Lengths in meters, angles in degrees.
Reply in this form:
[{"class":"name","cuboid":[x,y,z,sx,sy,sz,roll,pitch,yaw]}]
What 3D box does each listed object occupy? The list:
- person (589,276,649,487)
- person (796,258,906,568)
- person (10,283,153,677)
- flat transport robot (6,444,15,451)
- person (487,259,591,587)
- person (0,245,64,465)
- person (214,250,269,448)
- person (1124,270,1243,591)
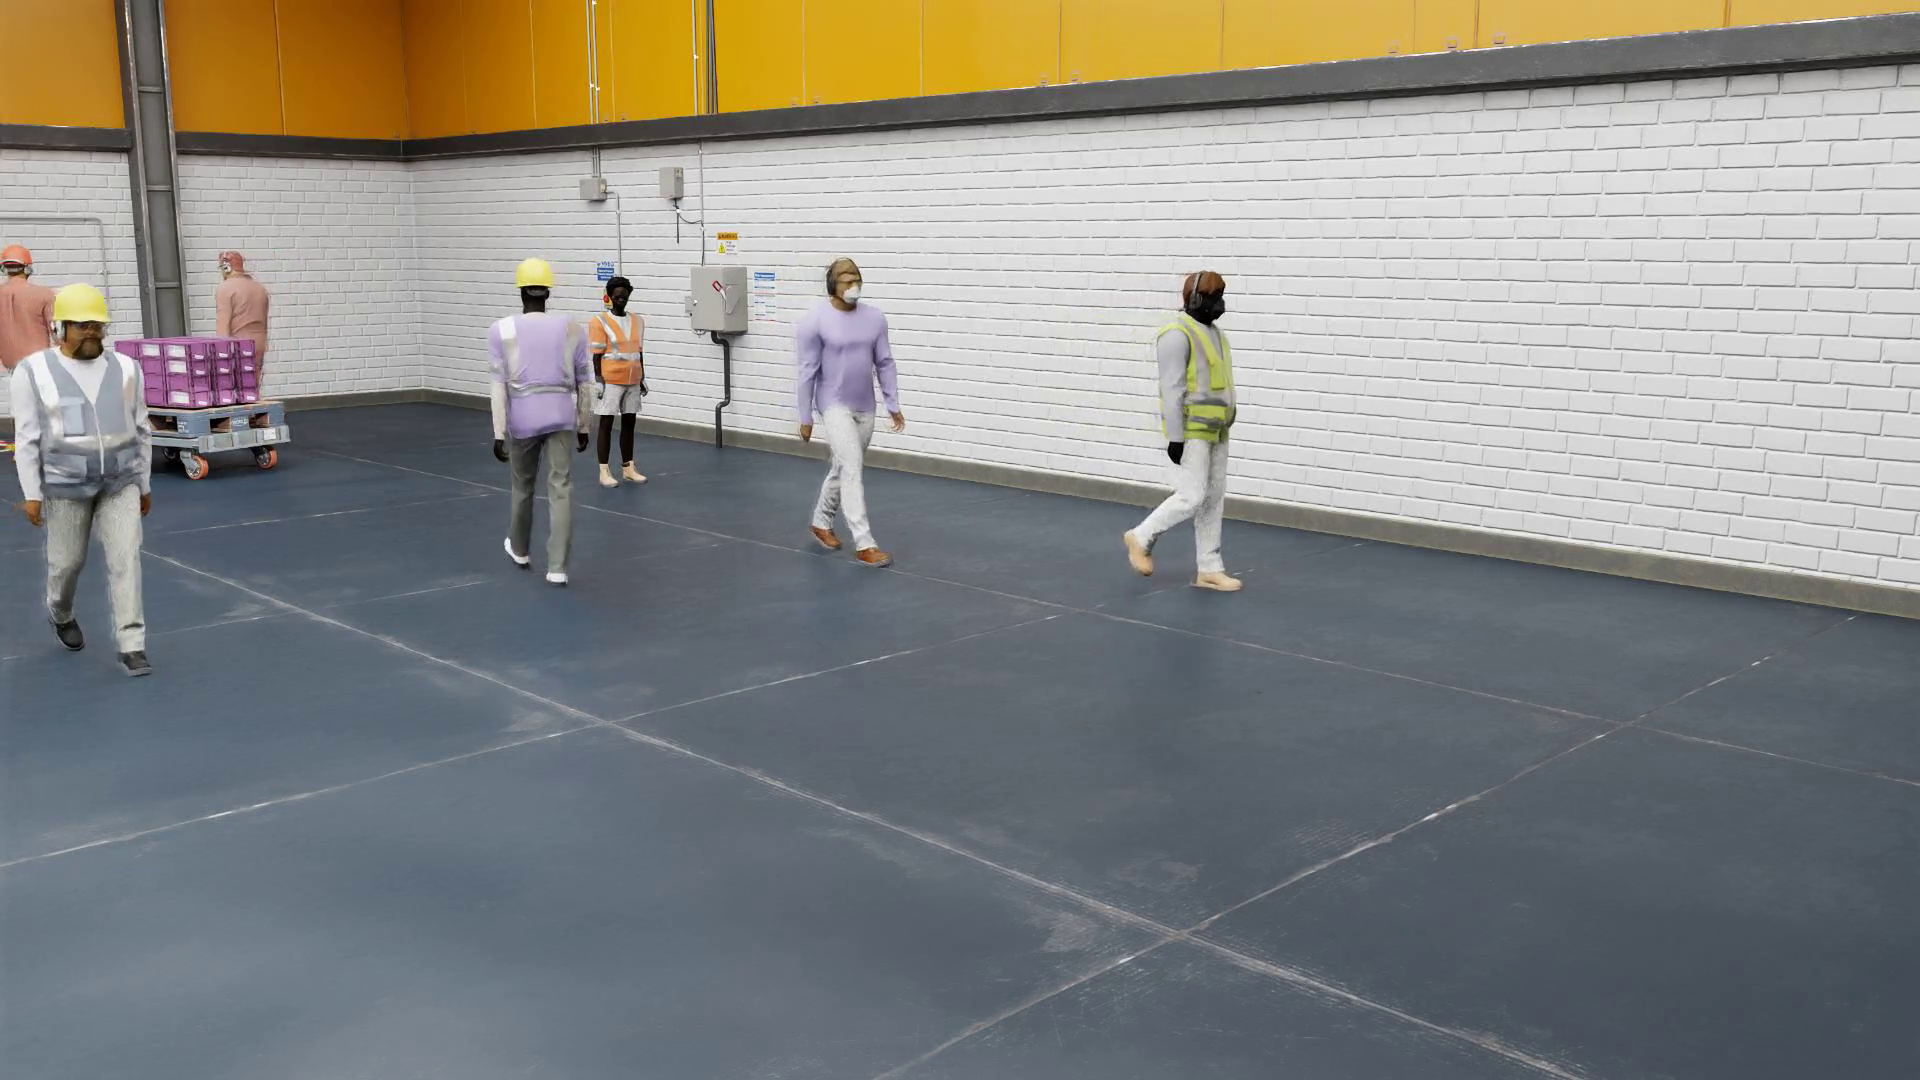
[{"class":"person","cuboid":[-2.755,-1.284,13.474,0.321,1.698,0.537,9,14,41]},{"class":"person","cuboid":[-0.717,-0.815,10.422,0.634,1.893,1.006,-9,14,-41]},{"class":"person","cuboid":[-4.080,-0.292,7.764,0.596,1.807,0.812,-9,14,-41]},{"class":"flat transport robot","cuboid":[-8.156,-0.990,15.773,0.652,0.197,1.431,7,12,33]},{"class":"person","cuboid":[-2.489,-0.706,9.828,0.609,1.873,0.981,-5,12,-25]},{"class":"person","cuboid":[-8.161,-1.587,14.502,0.622,1.952,1.009,0,10,-1]},{"class":"person","cuboid":[-6.734,-1.785,15.725,0.555,1.877,0.688,3,11,14]},{"class":"person","cuboid":[1.315,-0.619,9.496,0.608,1.830,0.640,8,13,36]}]
